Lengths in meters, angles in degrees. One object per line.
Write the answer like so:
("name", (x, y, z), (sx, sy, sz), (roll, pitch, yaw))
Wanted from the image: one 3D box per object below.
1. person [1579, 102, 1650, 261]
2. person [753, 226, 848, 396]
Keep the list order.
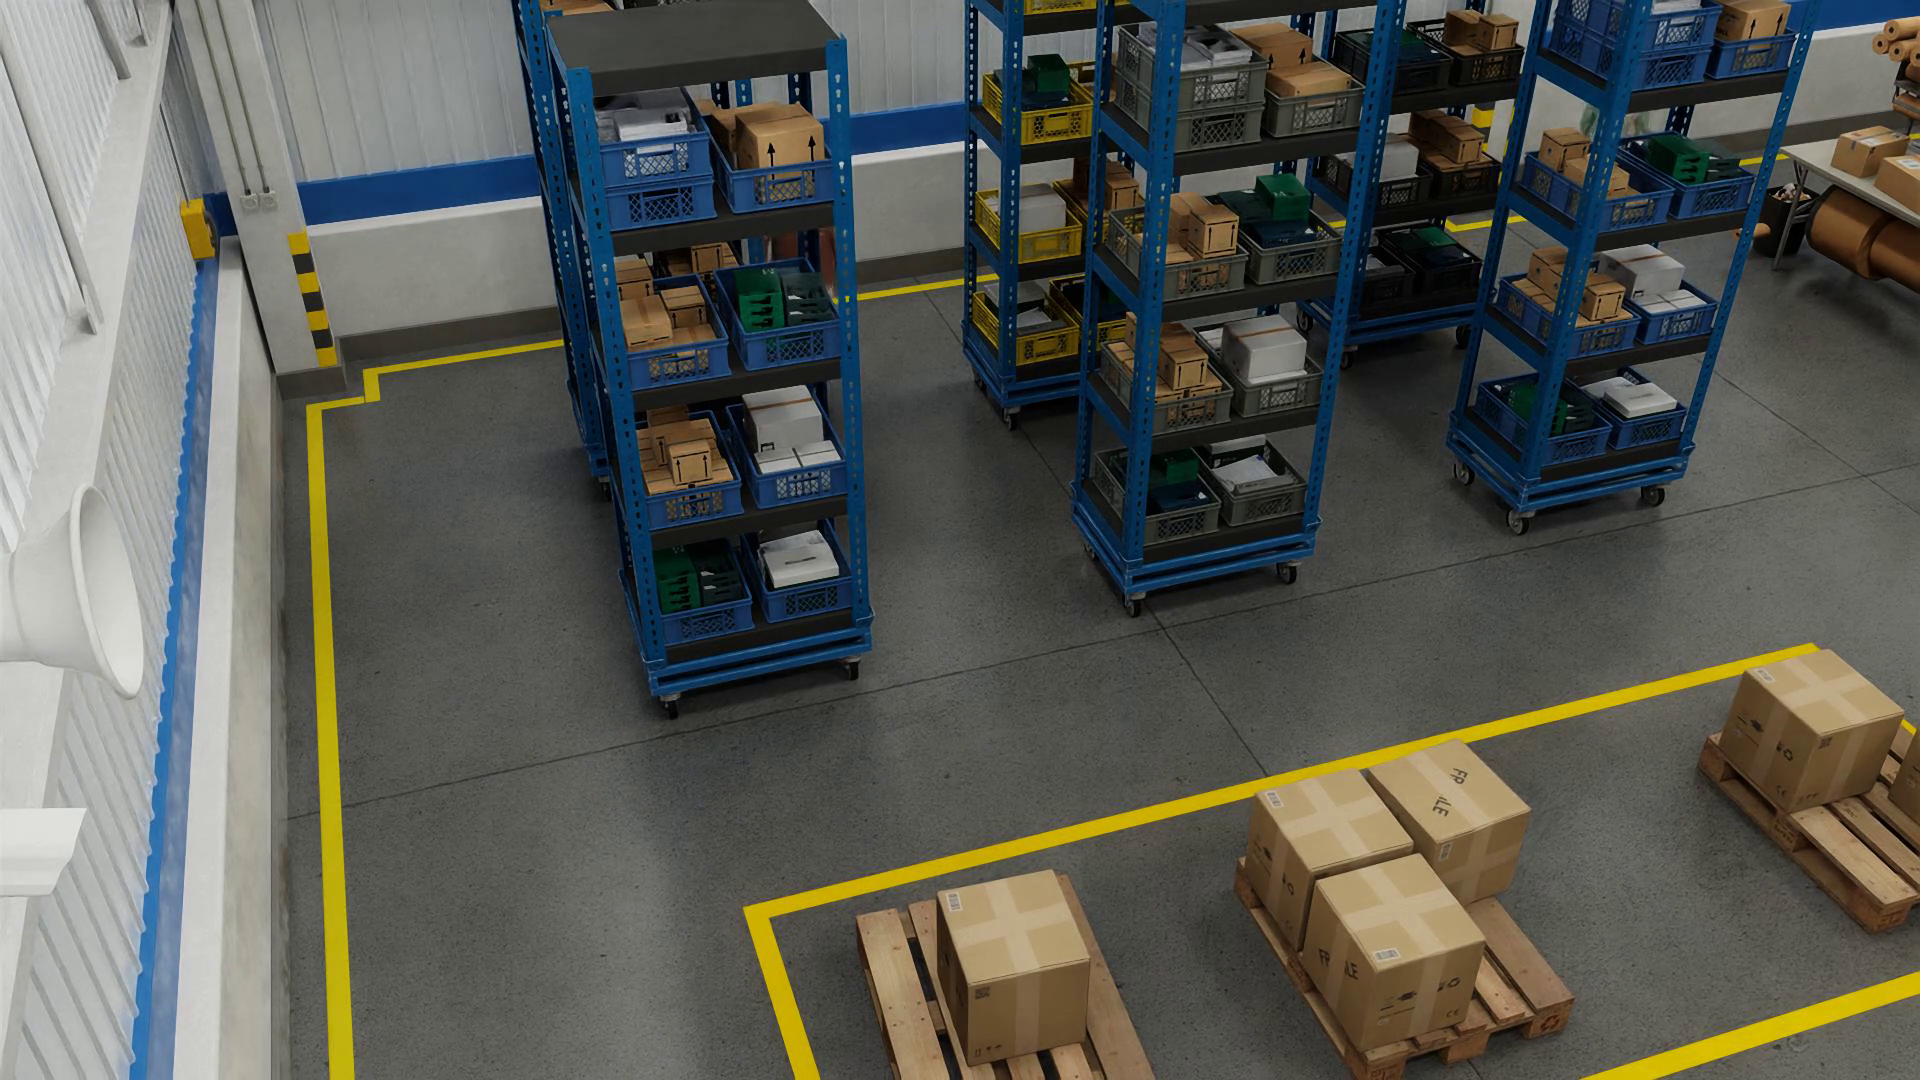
("person", (5.107, -3.008, 13.154), (0.872, 1.583, 0.519), (-28, 44, -34))
("person", (-1.054, -1.694, 11.005), (0.632, 1.927, 1.046), (-2, 35, -3))
